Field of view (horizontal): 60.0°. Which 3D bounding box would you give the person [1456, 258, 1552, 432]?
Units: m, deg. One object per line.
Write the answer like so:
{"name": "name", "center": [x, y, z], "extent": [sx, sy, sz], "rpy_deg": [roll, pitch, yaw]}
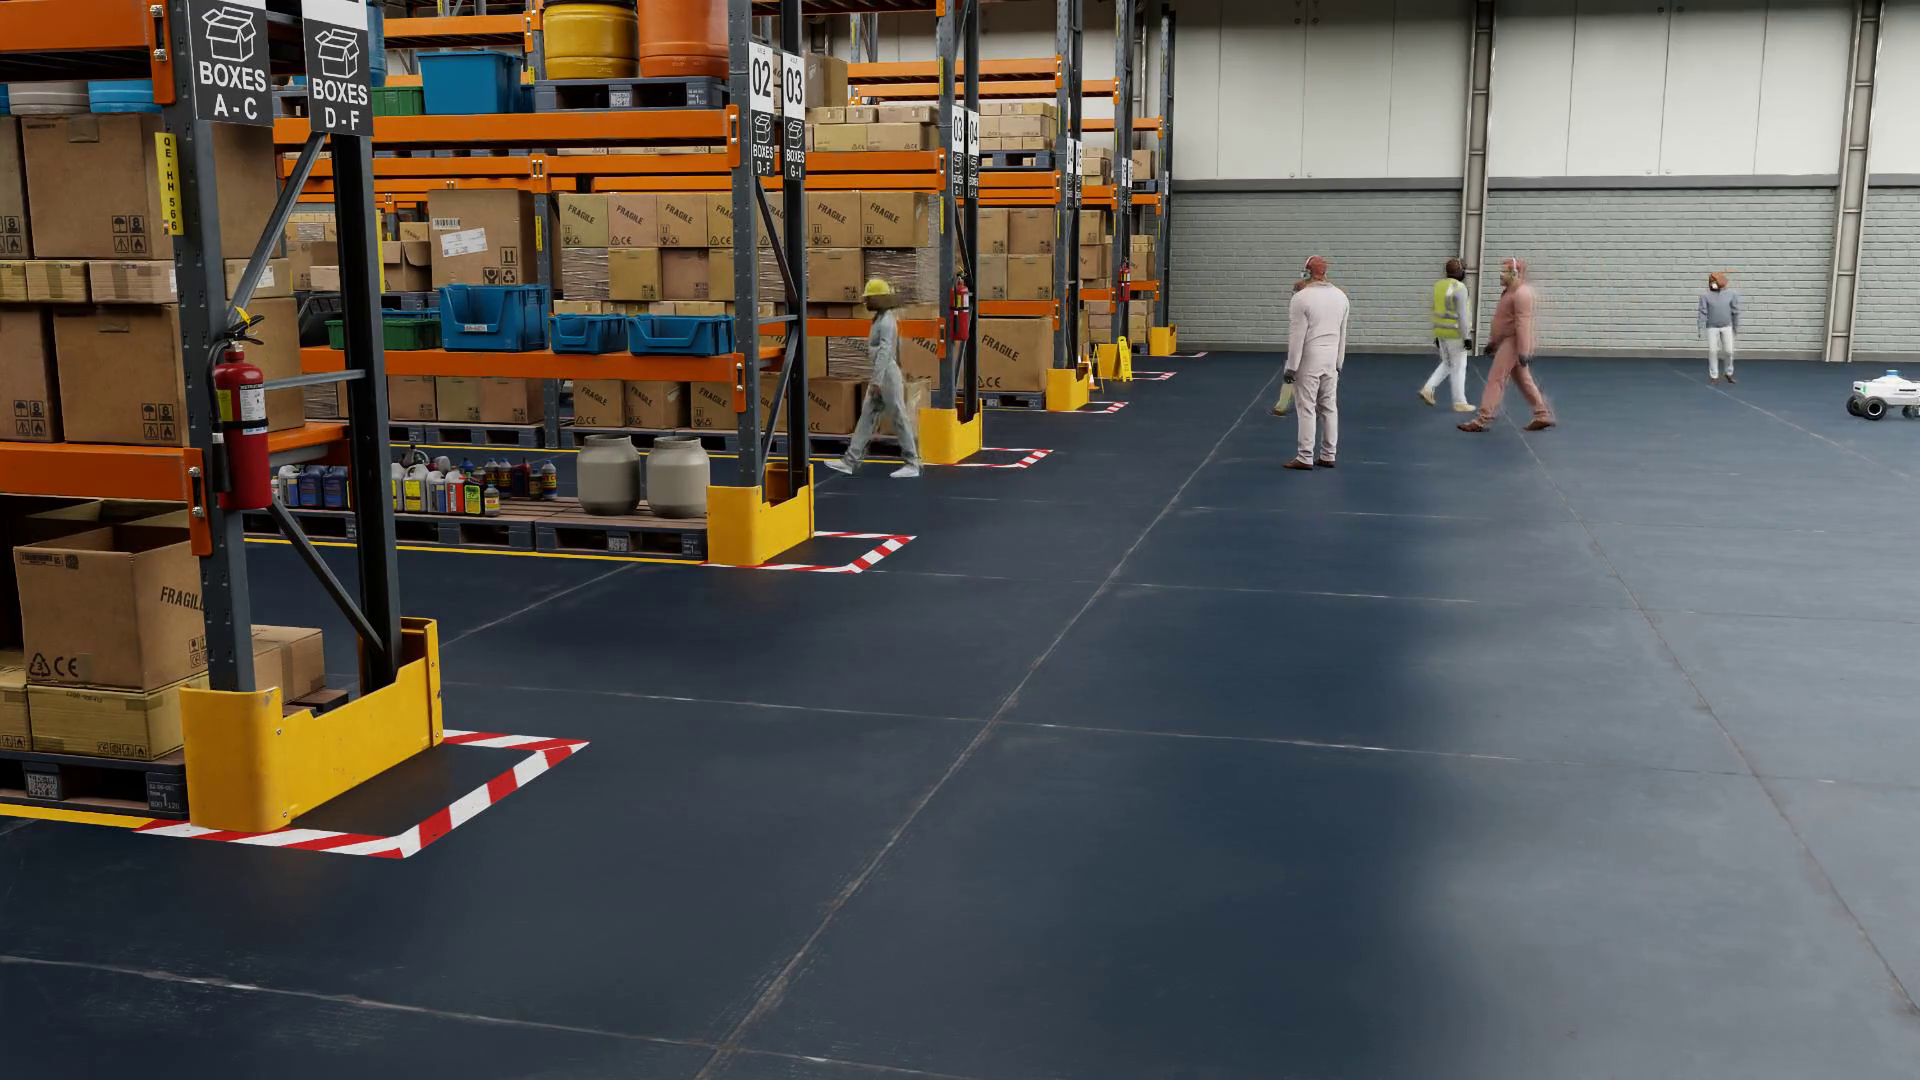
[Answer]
{"name": "person", "center": [5.891, -2.070, 17.742], "extent": [1.005, 1.859, 0.654], "rpy_deg": [2, 10, 11]}

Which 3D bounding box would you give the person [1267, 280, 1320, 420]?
{"name": "person", "center": [3.935, -2.165, 18.989], "extent": [0.520, 1.588, 0.867], "rpy_deg": [-7, 12, -34]}

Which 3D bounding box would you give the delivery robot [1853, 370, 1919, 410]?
{"name": "delivery robot", "center": [10.623, -1.696, 18.993], "extent": [0.707, 0.478, 0.477], "rpy_deg": [1, 10, 9]}

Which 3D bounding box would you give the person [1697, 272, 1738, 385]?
{"name": "person", "center": [10.698, -2.987, 23.506], "extent": [0.523, 1.597, 0.401], "rpy_deg": [4, 11, 22]}

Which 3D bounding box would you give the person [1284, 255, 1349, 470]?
{"name": "person", "center": [3.147, -1.576, 14.846], "extent": [0.652, 1.904, 0.402], "rpy_deg": [-6, 12, -31]}

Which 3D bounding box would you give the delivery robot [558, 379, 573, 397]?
{"name": "delivery robot", "center": [-4.855, -1.960, 20.446], "extent": [0.707, 0.478, 0.477], "rpy_deg": [3, 11, 16]}

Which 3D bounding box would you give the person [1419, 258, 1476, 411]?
{"name": "person", "center": [5.887, -2.442, 19.847], "extent": [0.536, 1.835, 0.647], "rpy_deg": [-2, 10, -11]}

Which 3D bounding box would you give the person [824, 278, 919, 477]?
{"name": "person", "center": [-0.748, -1.374, 14.260], "extent": [0.871, 1.701, 0.503], "rpy_deg": [-2, 10, -13]}
